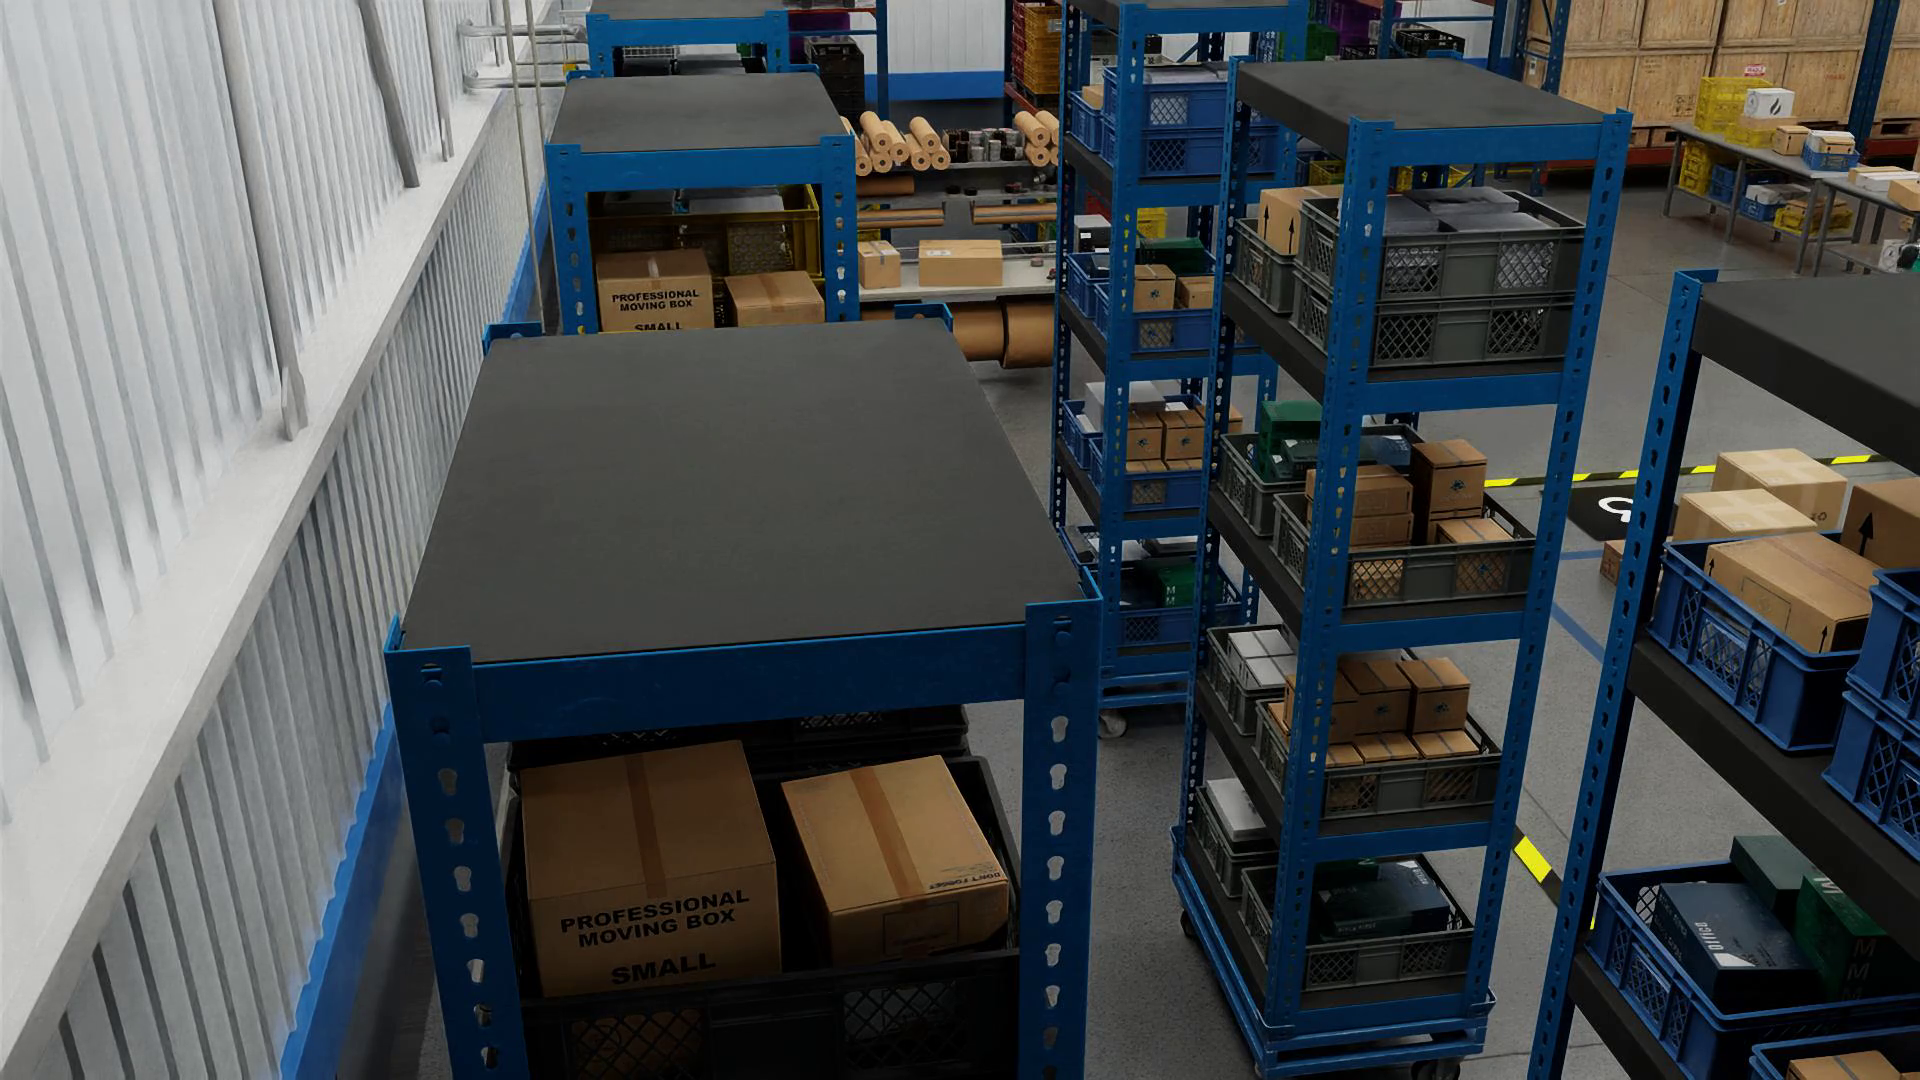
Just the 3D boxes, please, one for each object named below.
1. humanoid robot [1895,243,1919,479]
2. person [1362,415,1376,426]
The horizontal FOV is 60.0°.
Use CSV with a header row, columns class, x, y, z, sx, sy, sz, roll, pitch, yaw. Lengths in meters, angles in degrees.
class,x,y,z,sx,sy,sz,roll,pitch,yaw
humanoid robot,6.629,-1.235,11.272,0.530,1.780,1.003,1,25,2
person,1.791,0.190,7.993,0.587,1.850,0.393,0,25,0
